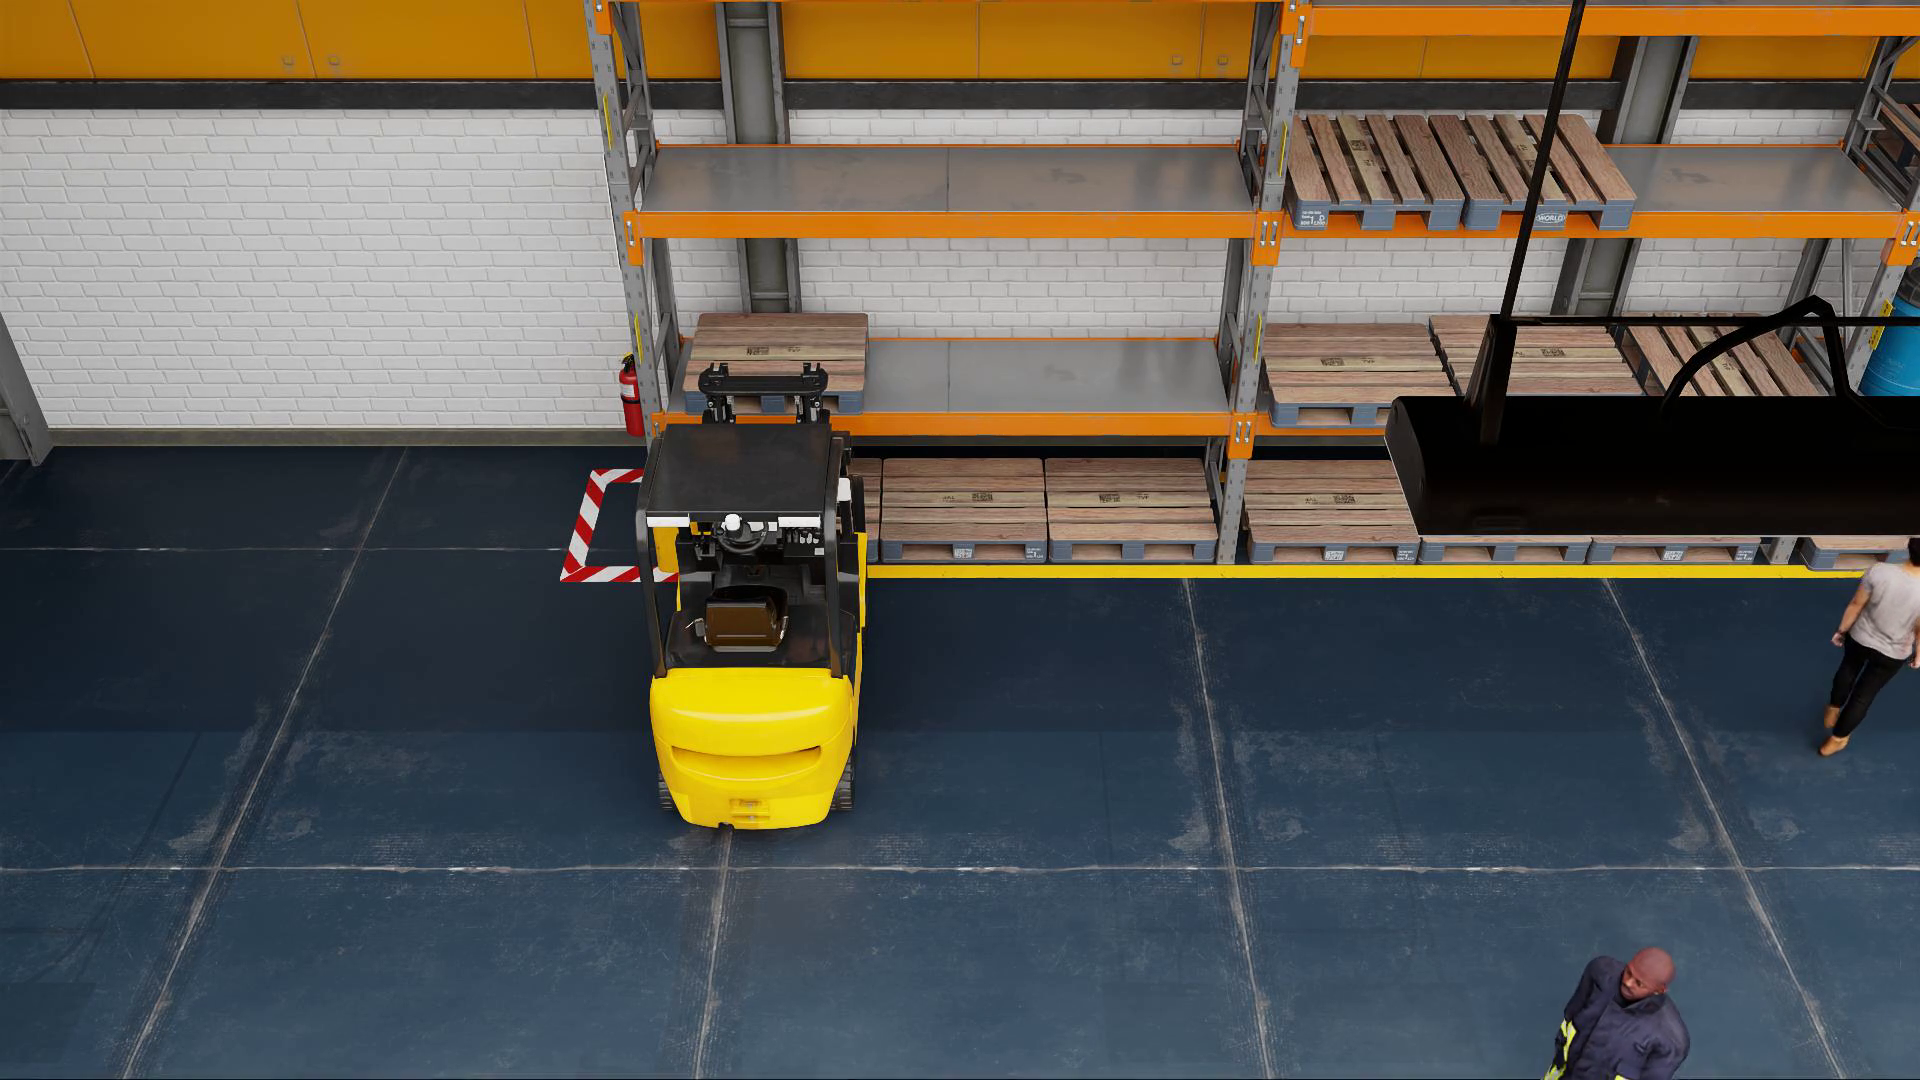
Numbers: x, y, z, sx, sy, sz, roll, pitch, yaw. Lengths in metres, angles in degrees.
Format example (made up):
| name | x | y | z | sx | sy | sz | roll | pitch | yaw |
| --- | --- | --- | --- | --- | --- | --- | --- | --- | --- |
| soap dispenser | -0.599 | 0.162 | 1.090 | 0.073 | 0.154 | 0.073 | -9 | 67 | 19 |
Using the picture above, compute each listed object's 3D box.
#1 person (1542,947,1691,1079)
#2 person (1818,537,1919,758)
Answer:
| name | x | y | z | sx | sy | sz | roll | pitch | yaw |
| --- | --- | --- | --- | --- | --- | --- | --- | --- | --- |
| person | 3.062 | 2.446 | 7.724 | 1.052 | 1.810 | 0.951 | -18 | 42 | -21 |
| person | 5.514 | 0.650 | 10.055 | 0.893 | 1.706 | 0.832 | -31 | 48 | -33 |
